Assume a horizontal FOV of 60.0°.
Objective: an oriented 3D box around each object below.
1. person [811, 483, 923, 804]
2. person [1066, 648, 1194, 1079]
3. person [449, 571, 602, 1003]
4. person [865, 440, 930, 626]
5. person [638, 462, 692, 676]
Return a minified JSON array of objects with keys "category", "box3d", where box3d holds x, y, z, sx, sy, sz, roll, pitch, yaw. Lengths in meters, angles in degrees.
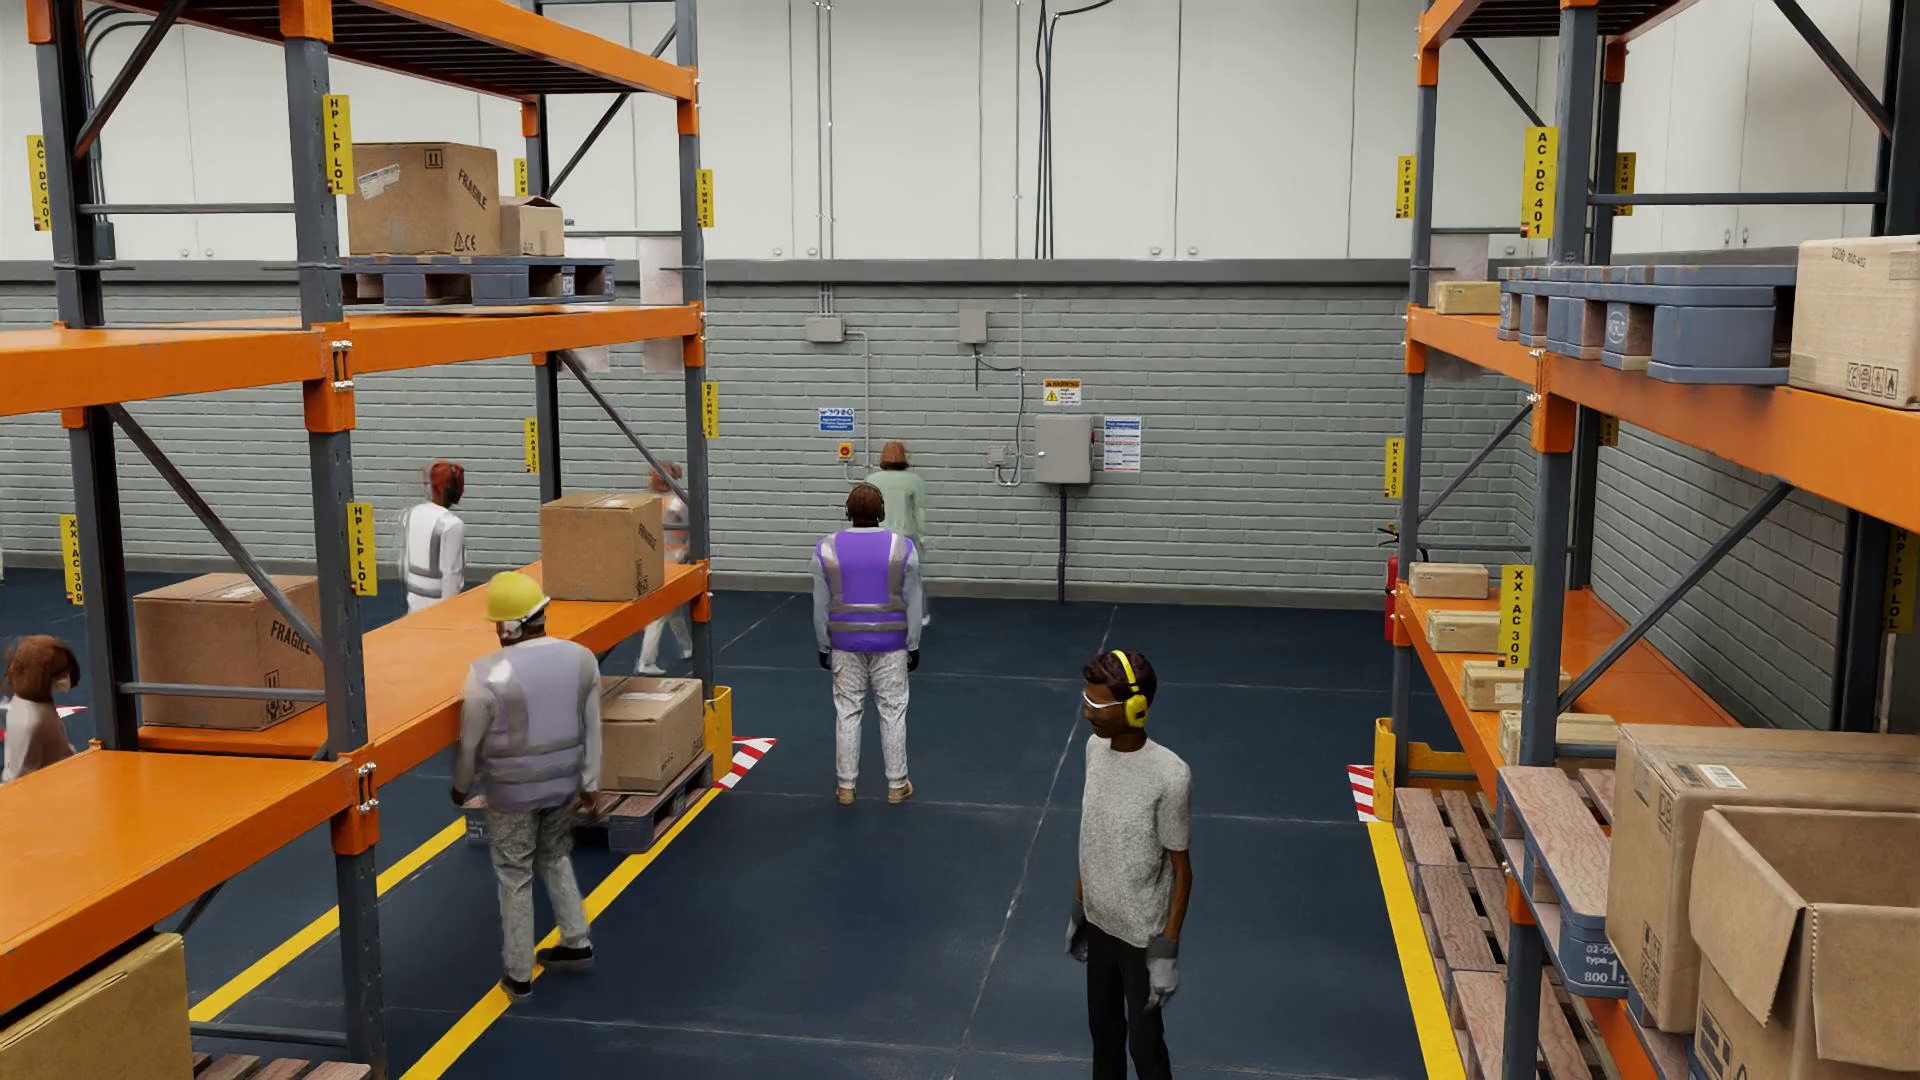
[{"category":"person","box3d":[-0.520,0.591,9.462,0.624,1.847,0.429,0,9,2]},{"category":"person","box3d":[0.516,1.254,5.312,0.327,1.865,0.517,-6,11,-34]},{"category":"person","box3d":[-1.814,1.015,6.945,0.516,1.814,0.593,8,12,40]},{"category":"person","box3d":[-0.544,-0.044,14.089,0.561,1.620,0.359,-2,9,-11]},{"category":"person","box3d":[-2.195,0.207,12.610,0.527,1.591,0.878,7,12,37]}]
